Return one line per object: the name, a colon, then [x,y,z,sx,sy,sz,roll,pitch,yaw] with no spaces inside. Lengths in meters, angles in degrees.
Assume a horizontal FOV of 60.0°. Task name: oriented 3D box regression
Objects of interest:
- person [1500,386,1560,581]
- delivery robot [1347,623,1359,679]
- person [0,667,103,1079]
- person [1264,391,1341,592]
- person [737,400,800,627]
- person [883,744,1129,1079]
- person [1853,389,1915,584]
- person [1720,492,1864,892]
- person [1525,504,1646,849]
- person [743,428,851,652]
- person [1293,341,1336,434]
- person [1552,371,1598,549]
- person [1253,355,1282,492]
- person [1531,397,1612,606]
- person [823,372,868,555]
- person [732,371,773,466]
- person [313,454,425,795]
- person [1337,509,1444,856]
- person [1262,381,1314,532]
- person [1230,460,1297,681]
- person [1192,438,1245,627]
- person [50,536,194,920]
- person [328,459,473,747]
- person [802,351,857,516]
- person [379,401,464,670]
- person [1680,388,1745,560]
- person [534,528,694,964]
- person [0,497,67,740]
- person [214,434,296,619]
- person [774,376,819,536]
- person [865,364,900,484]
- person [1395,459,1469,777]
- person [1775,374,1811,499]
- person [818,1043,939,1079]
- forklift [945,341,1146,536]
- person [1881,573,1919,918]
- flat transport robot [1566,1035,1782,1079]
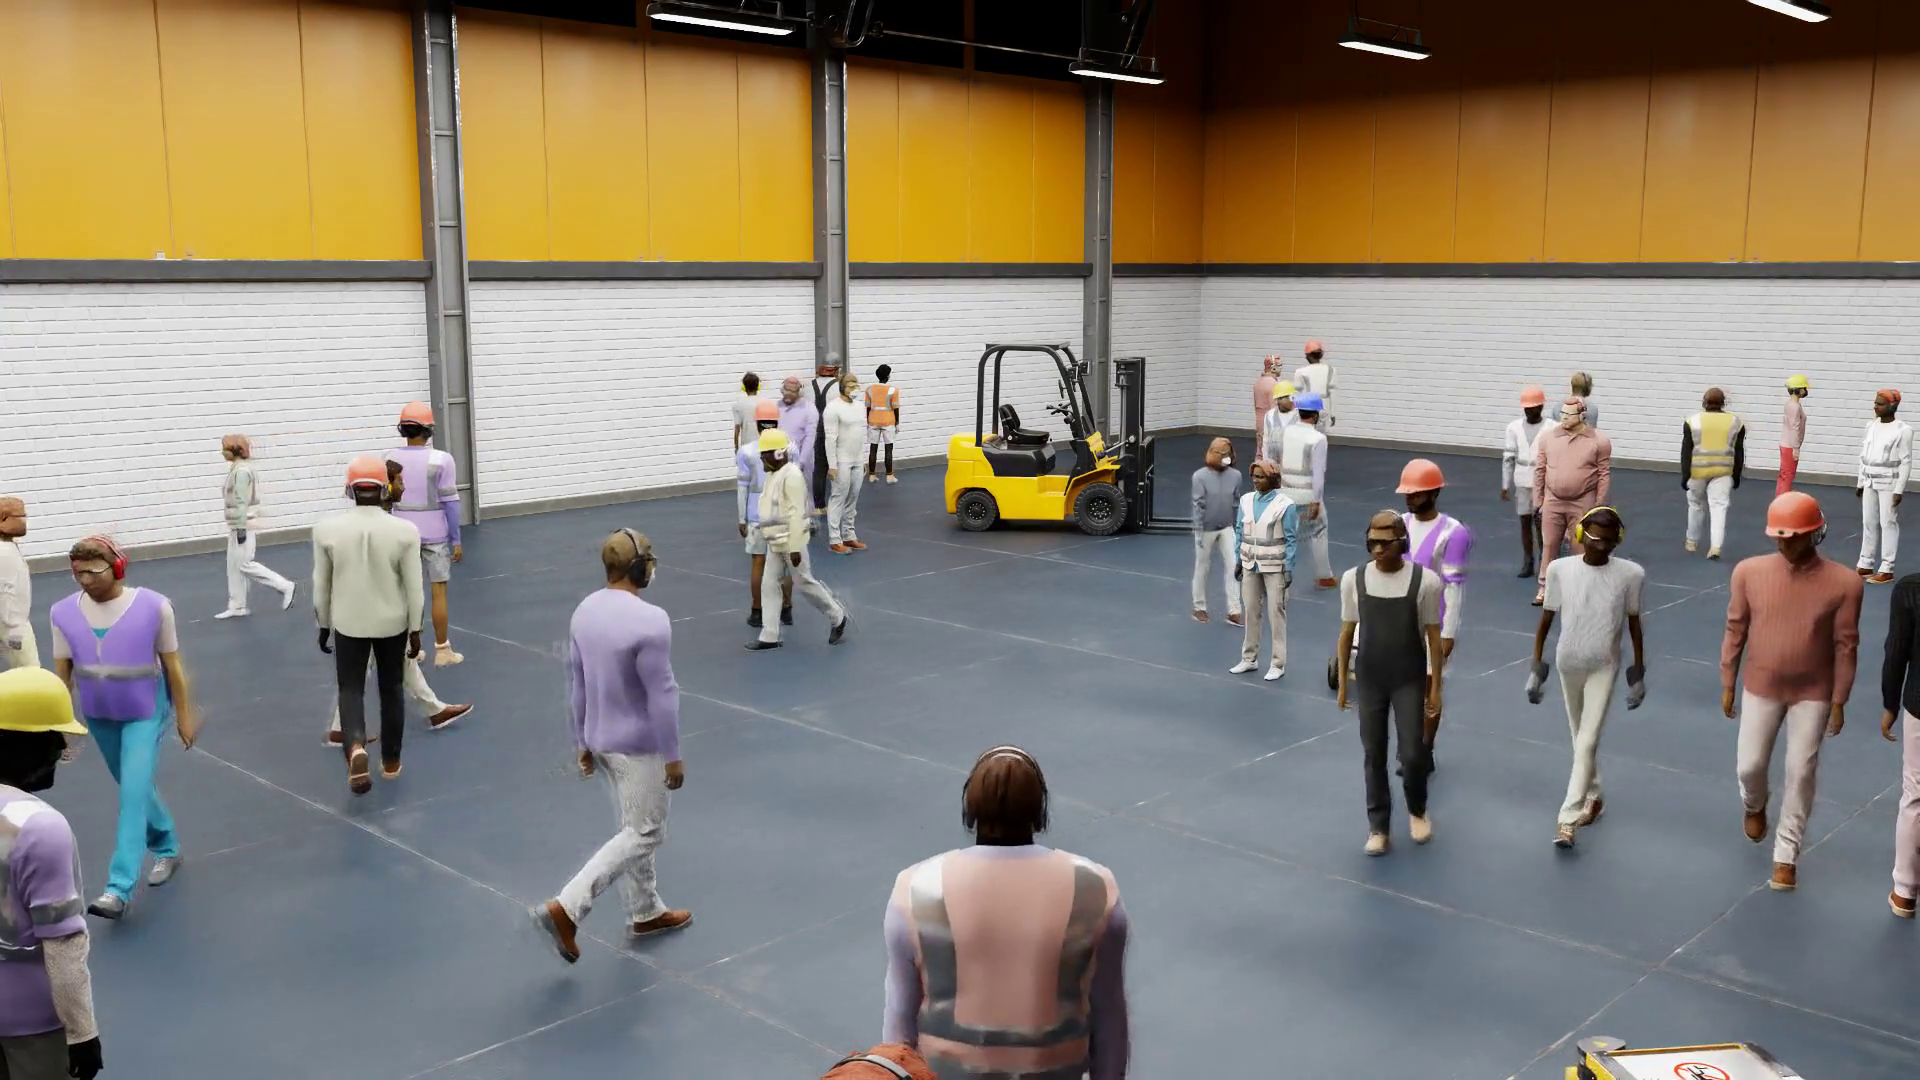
person: [5.583,-0.551,16.224,0.557,1.906,0.558,7,12,38]
delivery robot: [3.005,0.748,12.096,0.477,0.478,0.707,5,10,26]
person: [-2.659,1.310,4.770,0.591,1.916,0.389,6,11,31]
person: [3.178,-0.441,15.566,0.965,1.908,0.602,-7,12,-38]
person: [-1.627,-0.221,14.142,0.541,1.929,0.385,-2,10,-14]
person: [0.119,1.446,4.260,0.638,1.823,0.722,0,9,-2]
person: [8.907,-0.518,16.087,0.354,1.882,0.572,-2,9,-12]
person: [4.115,0.716,8.276,0.612,1.968,0.624,5,11,30]
person: [3.308,0.705,8.803,0.579,1.808,0.951,5,11,30]
person: [-1.295,-0.005,13.259,0.870,1.789,0.634,-4,10,-23]
person: [5.026,-1.843,23.829,0.632,2.003,0.863,-1,9,-8]
person: [6.687,-0.871,18.078,0.358,1.940,0.631,-4,10,-22]
person: [4.096,-1.478,21.893,0.407,1.910,0.640,-2,9,-11]
person: [5.437,-0.328,14.855,0.649,1.904,0.401,6,11,31]
person: [-1.214,-0.824,17.792,0.354,1.936,0.635,6,11,31]
person: [-2.395,-1.043,19.428,0.521,1.845,0.731,-1,9,-5]
person: [-3.422,0.487,9.649,0.619,1.976,0.797,-3,10,-18]
person: [2.214,0.733,8.574,0.530,1.825,0.443,5,10,28]
person: [3.711,-0.901,18.720,0.603,1.798,0.813,5,10,27]
person: [2.255,0.216,12.327,0.308,1.639,0.524,-9,13,-43]
person: [2.203,-0.055,14.095,0.505,1.609,0.713,-3,10,-18]
person: [-3.995,0.869,7.876,0.584,1.781,0.998,0,9,1]
person: [-3.639,0.397,10.670,0.968,1.817,0.549,-6,11,-31]
person: [-1.556,-1.298,20.384,0.687,2.000,0.538,5,11,29]
person: [-4.086,-0.033,12.622,0.650,2.039,0.392,1,9,4]
person: [7.927,-0.706,17.546,0.631,1.802,0.978,3,10,15]
person: [-1.523,0.903,7.281,0.768,1.914,0.638,-8,12,-41]
person: [-5.979,0.532,10.442,0.467,1.616,0.513,-4,10,-25]
person: [-6.168,-0.120,14.441,0.592,1.620,0.523,-5,11,-30]
person: [-1.872,-0.894,18.503,0.645,1.852,0.971,3,10,18]
person: [-1.090,-1.636,23.529,0.531,1.690,0.319,3,10,18]
person: [2.744,0.471,9.920,0.394,1.922,0.540,-8,12,-39]
person: [10.045,-1.111,20.065,0.301,1.772,0.525,3,10,18]
person: [-0.128,1.683,2.588,0.574,1.883,0.355,4,10,22]
forklift: [0.977,-1.223,19.452,2.313,2.155,1.214,2,9,11]
person: [4.615,0.791,7.714,0.614,1.993,0.395,6,11,35]
flat transport robot: [2.643,2.018,5.465,0.652,0.197,1.431,-1,9,-7]
